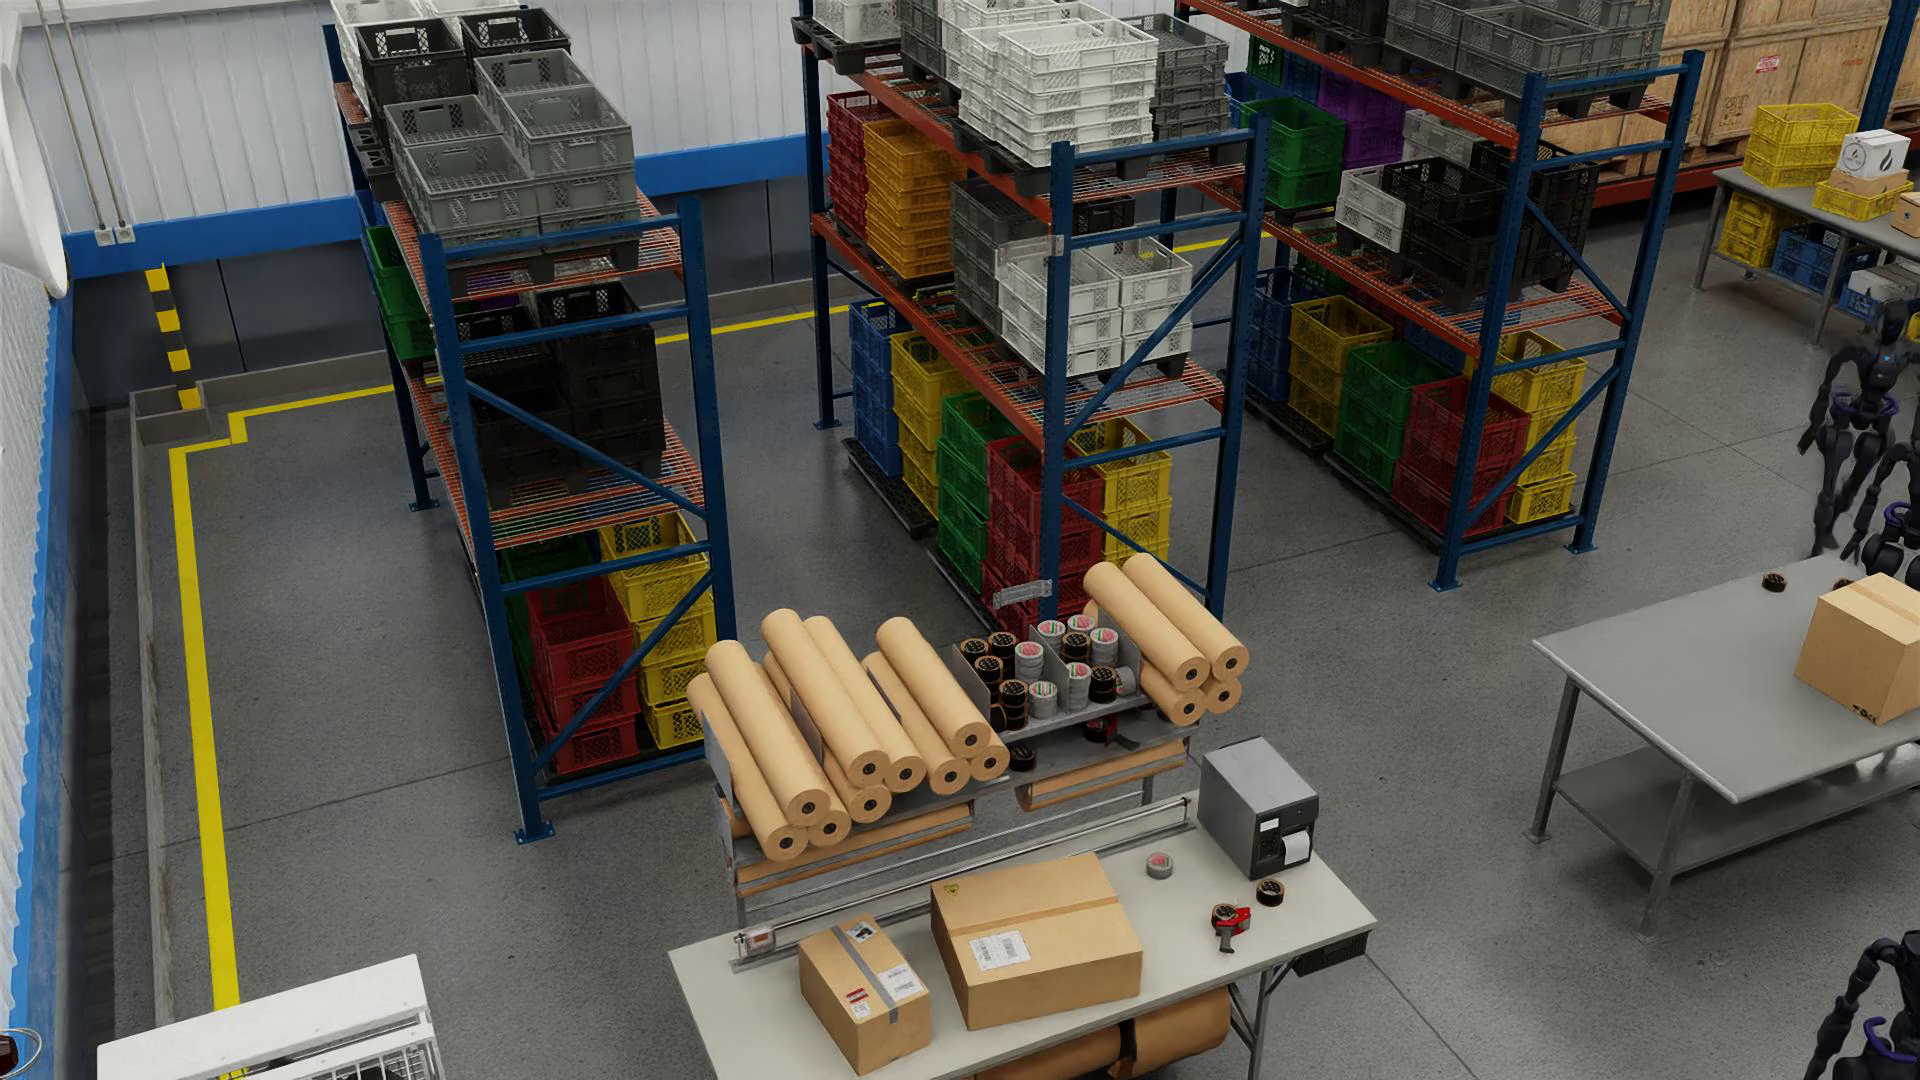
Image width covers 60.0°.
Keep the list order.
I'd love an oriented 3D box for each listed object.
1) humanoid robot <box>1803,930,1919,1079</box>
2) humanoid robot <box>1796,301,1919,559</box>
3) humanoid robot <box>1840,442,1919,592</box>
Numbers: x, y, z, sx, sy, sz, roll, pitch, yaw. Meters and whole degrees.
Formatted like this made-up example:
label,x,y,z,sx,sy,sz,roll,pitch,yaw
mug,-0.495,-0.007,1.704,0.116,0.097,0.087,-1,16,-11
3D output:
label,x,y,z,sx,sy,sz,roll,pitch,yaw
humanoid robot,3.237,1.792,5.715,0.582,1.652,0.337,2,32,3
humanoid robot,5.229,-0.597,9.618,0.565,1.631,0.699,6,32,9
humanoid robot,4.868,0.053,8.524,0.608,1.661,0.314,26,40,36
